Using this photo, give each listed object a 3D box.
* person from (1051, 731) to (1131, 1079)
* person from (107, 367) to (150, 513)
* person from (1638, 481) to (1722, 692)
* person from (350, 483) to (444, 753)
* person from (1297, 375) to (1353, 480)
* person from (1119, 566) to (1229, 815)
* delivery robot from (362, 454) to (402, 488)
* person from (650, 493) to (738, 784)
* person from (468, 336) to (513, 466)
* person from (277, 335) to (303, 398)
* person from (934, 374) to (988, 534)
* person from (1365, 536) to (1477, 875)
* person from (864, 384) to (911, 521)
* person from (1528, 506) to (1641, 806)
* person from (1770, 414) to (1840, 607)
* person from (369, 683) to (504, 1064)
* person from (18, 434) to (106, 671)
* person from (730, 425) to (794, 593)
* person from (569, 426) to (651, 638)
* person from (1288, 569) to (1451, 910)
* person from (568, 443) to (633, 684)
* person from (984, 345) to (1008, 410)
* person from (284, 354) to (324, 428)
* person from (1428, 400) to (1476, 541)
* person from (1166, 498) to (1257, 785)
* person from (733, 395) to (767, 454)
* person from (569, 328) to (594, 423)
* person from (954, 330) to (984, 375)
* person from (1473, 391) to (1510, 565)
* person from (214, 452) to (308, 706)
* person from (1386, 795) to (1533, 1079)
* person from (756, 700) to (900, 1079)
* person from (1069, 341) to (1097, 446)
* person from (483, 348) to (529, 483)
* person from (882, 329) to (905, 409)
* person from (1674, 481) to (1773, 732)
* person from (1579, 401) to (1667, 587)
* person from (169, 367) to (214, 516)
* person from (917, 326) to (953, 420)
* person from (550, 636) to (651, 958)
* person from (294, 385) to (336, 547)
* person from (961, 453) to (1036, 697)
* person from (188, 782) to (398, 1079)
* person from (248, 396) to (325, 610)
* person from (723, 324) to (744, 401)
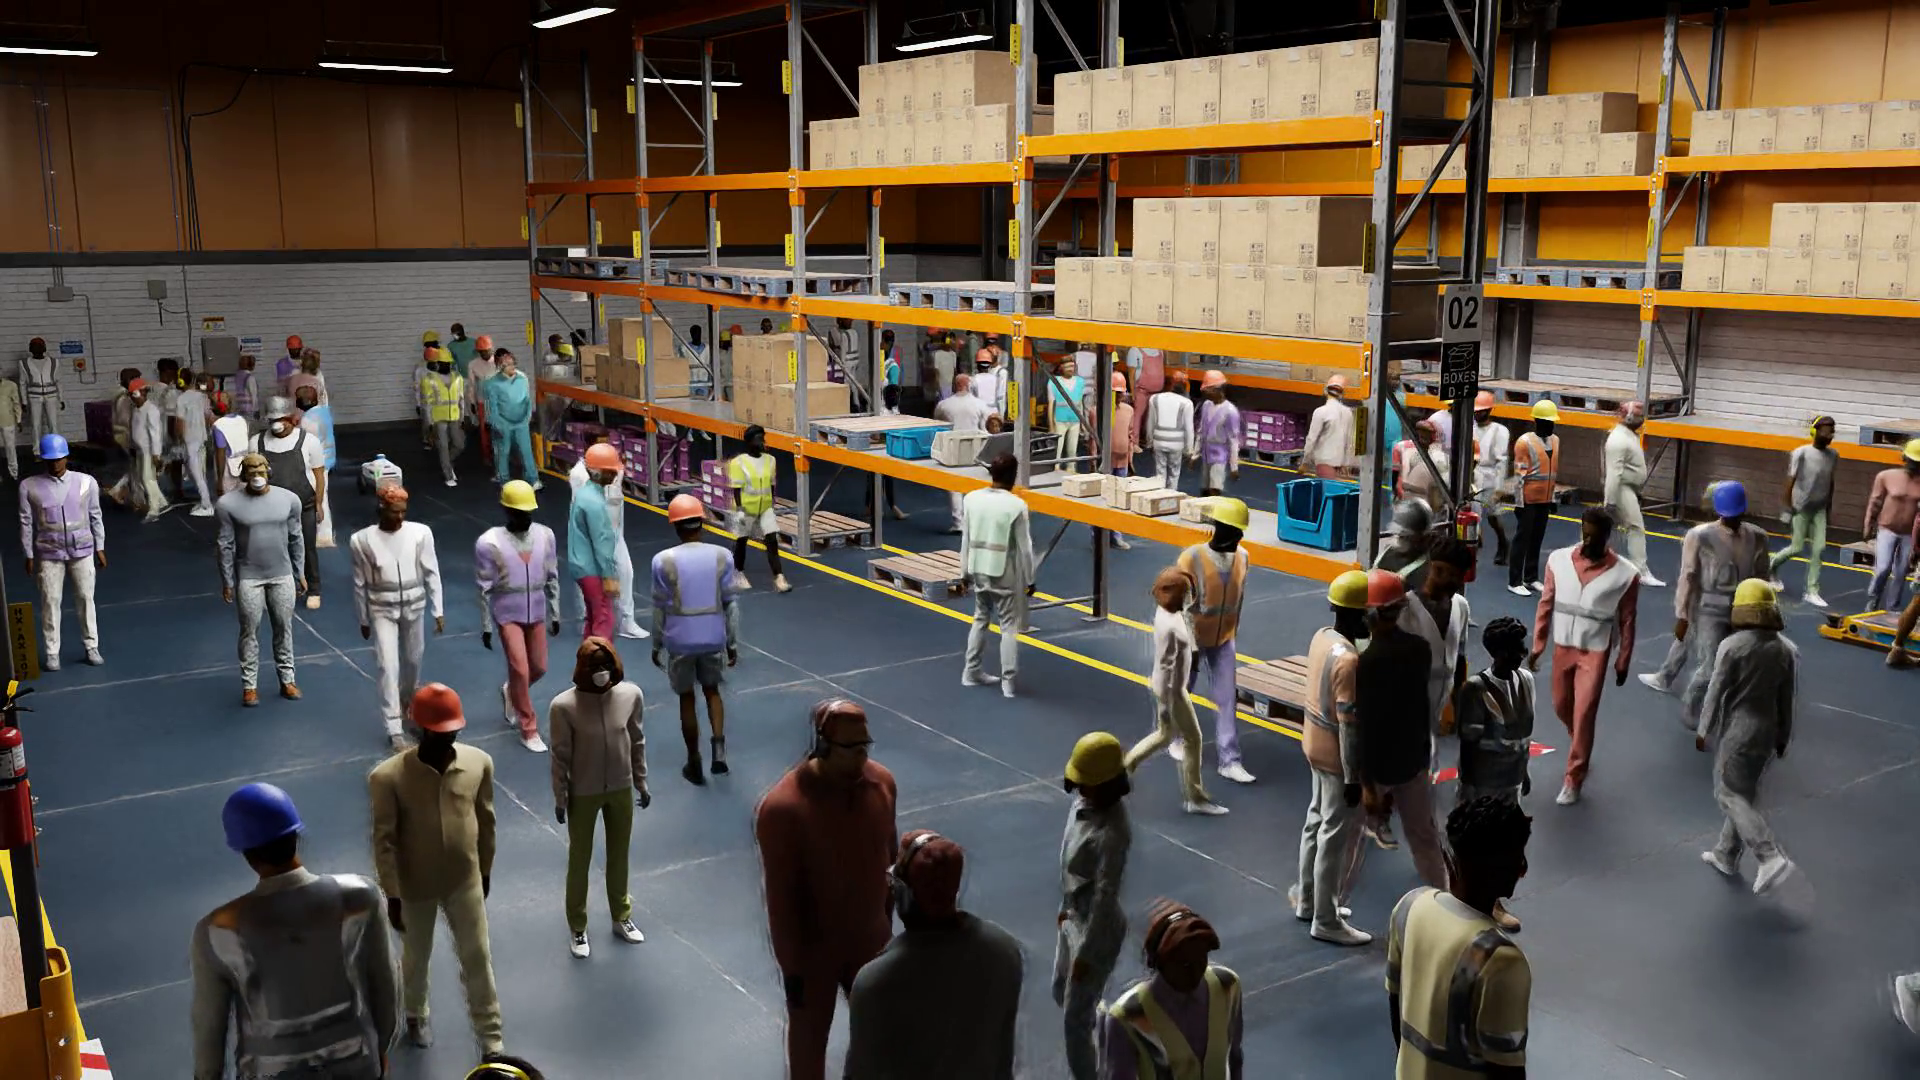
[{"bbox_3d":[0.552,1.565,6.700,0.481,1.709,0.533,-1,11,-7],"label":"person"},{"bbox_3d":[-10.353,-1.242,20.754,0.483,1.825,0.650,-6,13,-29],"label":"person"},{"bbox_3d":[5.776,0.396,12.743,0.489,1.688,0.915,-10,15,-43],"label":"person"},{"bbox_3d":[-3.997,0.501,11.802,0.581,1.862,0.864,-7,13,-32],"label":"person"},{"bbox_3d":[4.099,-0.879,18.630,0.883,1.933,0.621,9,14,37],"label":"person"},{"bbox_3d":[1.284,0.924,10.260,0.739,1.594,0.514,1,11,3],"label":"person"},{"bbox_3d":[-7.645,-0.892,21.990,0.477,0.478,0.707,-8,13,-34],"label":"delivery robot"},{"bbox_3d":[-1.738,0.649,10.862,0.543,1.908,0.436,-5,12,-24],"label":"person"},{"bbox_3d":[-7.007,-2.090,24.848,0.630,1.945,0.799,-2,11,-12],"label":"person"},{"bbox_3d":[-9.887,-2.098,24.862,0.551,1.933,0.369,-7,13,-33],"label":"person"},{"bbox_3d":[-0.005,-1.023,19.618,0.655,1.842,1.029,-1,11,-3],"label":"person"},{"bbox_3d":[2.638,0.925,9.478,0.693,1.896,0.928,-6,13,-30],"label":"person"},{"bbox_3d":[-0.860,-1.074,20.301,0.755,1.651,0.542,4,12,18],"label":"person"},{"bbox_3d":[4.029,0.693,10.709,0.598,1.888,0.837,9,14,39],"label":"person"},{"bbox_3d":[8.119,-0.314,16.000,0.572,1.842,0.703,-3,11,-13],"label":"person"},{"bbox_3d":[-2.267,1.453,7.247,0.568,1.730,0.696,-7,13,-32],"label":"person"},{"bbox_3d":[-7.324,0.095,13.603,0.614,1.945,0.406,-7,13,-33],"label":"person"},{"bbox_3d":[-1.978,-0.288,16.265,0.535,1.657,0.845,-8,13,-34],"label":"person"},{"bbox_3d":[-3.052,-0.044,14.470,0.827,1.885,0.607,8,14,36],"label":"person"},{"bbox_3d":[2.171,1.117,8.425,0.605,1.946,1.005,-7,13,-34],"label":"person"},{"bbox_3d":[-2.784,0.234,12.811,0.449,1.982,0.649,-2,11,-11],"label":"person"},{"bbox_3d":[0.467,-1.829,23.637,0.479,1.880,0.581,-6,12,-26],"label":"person"},{"bbox_3d":[-8.561,-1.478,21.754,0.649,1.915,0.459,6,12,28],"label":"person"},{"bbox_3d":[5.493,-0.850,18.633,0.618,1.886,0.817,0,11,-2],"label":"person"},{"bbox_3d":[1.651,0.630,11.077,0.600,1.873,0.962,-4,12,-21],"label":"person"},{"bbox_3d":[-2.694,-1.602,22.048,0.614,2.041,0.393,-7,13,-33],"label":"person"},{"bbox_3d":[-5.949,-2.366,26.214,0.481,1.939,0.639,-7,13,-31],"label":"person"},{"bbox_3d":[0.167,-2.979,29.289,0.612,1.963,0.363,-7,13,-33],"label":"person"},{"bbox_3d":[5.486,-0.615,17.358,0.860,1.911,0.557,-11,15,-43],"label":"person"},{"bbox_3d":[-5.296,0.285,12.653,0.634,1.937,0.355,-7,13,-33],"label":"person"},{"bbox_3d":[1.555,1.735,5.163,0.362,1.963,0.613,-4,12,-18],"label":"person"},{"bbox_3d":[-0.409,1.549,6.329,0.664,1.883,0.721,-8,13,-34],"label":"person"},{"bbox_3d":[1.990,-2.419,26.787,0.609,1.820,0.445,-1,11,-4],"label":"person"},{"bbox_3d":[-6.251,-1.706,22.976,0.707,1.891,0.612,9,14,38],"label":"person"},{"bbox_3d":[-1.181,-2.546,27.396,0.633,1.842,0.429,-7,13,-33],"label":"person"},{"bbox_3d":[5.298,0.509,11.562,0.693,1.916,0.556,-1,11,-6],"label":"person"},{"bbox_3d":[6.670,-0.491,16.842,0.971,1.867,0.653,5,12,25],"label":"person"},{"bbox_3d":[-9.501,-1.200,20.476,0.510,1.851,0.518,1,11,3],"label":"person"},{"bbox_3d":[-0.392,-2.622,27.327,0.614,2.024,0.696,3,11,14],"label":"person"},{"bbox_3d":[-1.807,1.273,8.382,0.507,1.632,0.268,-7,13,-33],"label":"person"},{"bbox_3d":[-7.279,-0.817,18.579,0.577,1.824,0.647,-1,11,-5],"label":"person"},{"bbox_3d":[0.271,0.266,12.873,0.613,1.897,0.432,9,14,38],"label":"person"},{"bbox_3d":[-2.128,1.722,5.362,0.636,1.913,0.521,-6,13,-29],"label":"person"},{"bbox_3d":[-6.325,-0.344,15.612,0.688,2.000,0.536,-2,11,-8],"label":"person"},{"bbox_3d":[-4.198,-3.129,30.713,0.574,1.707,0.778,5,12,23],"label":"person"}]
